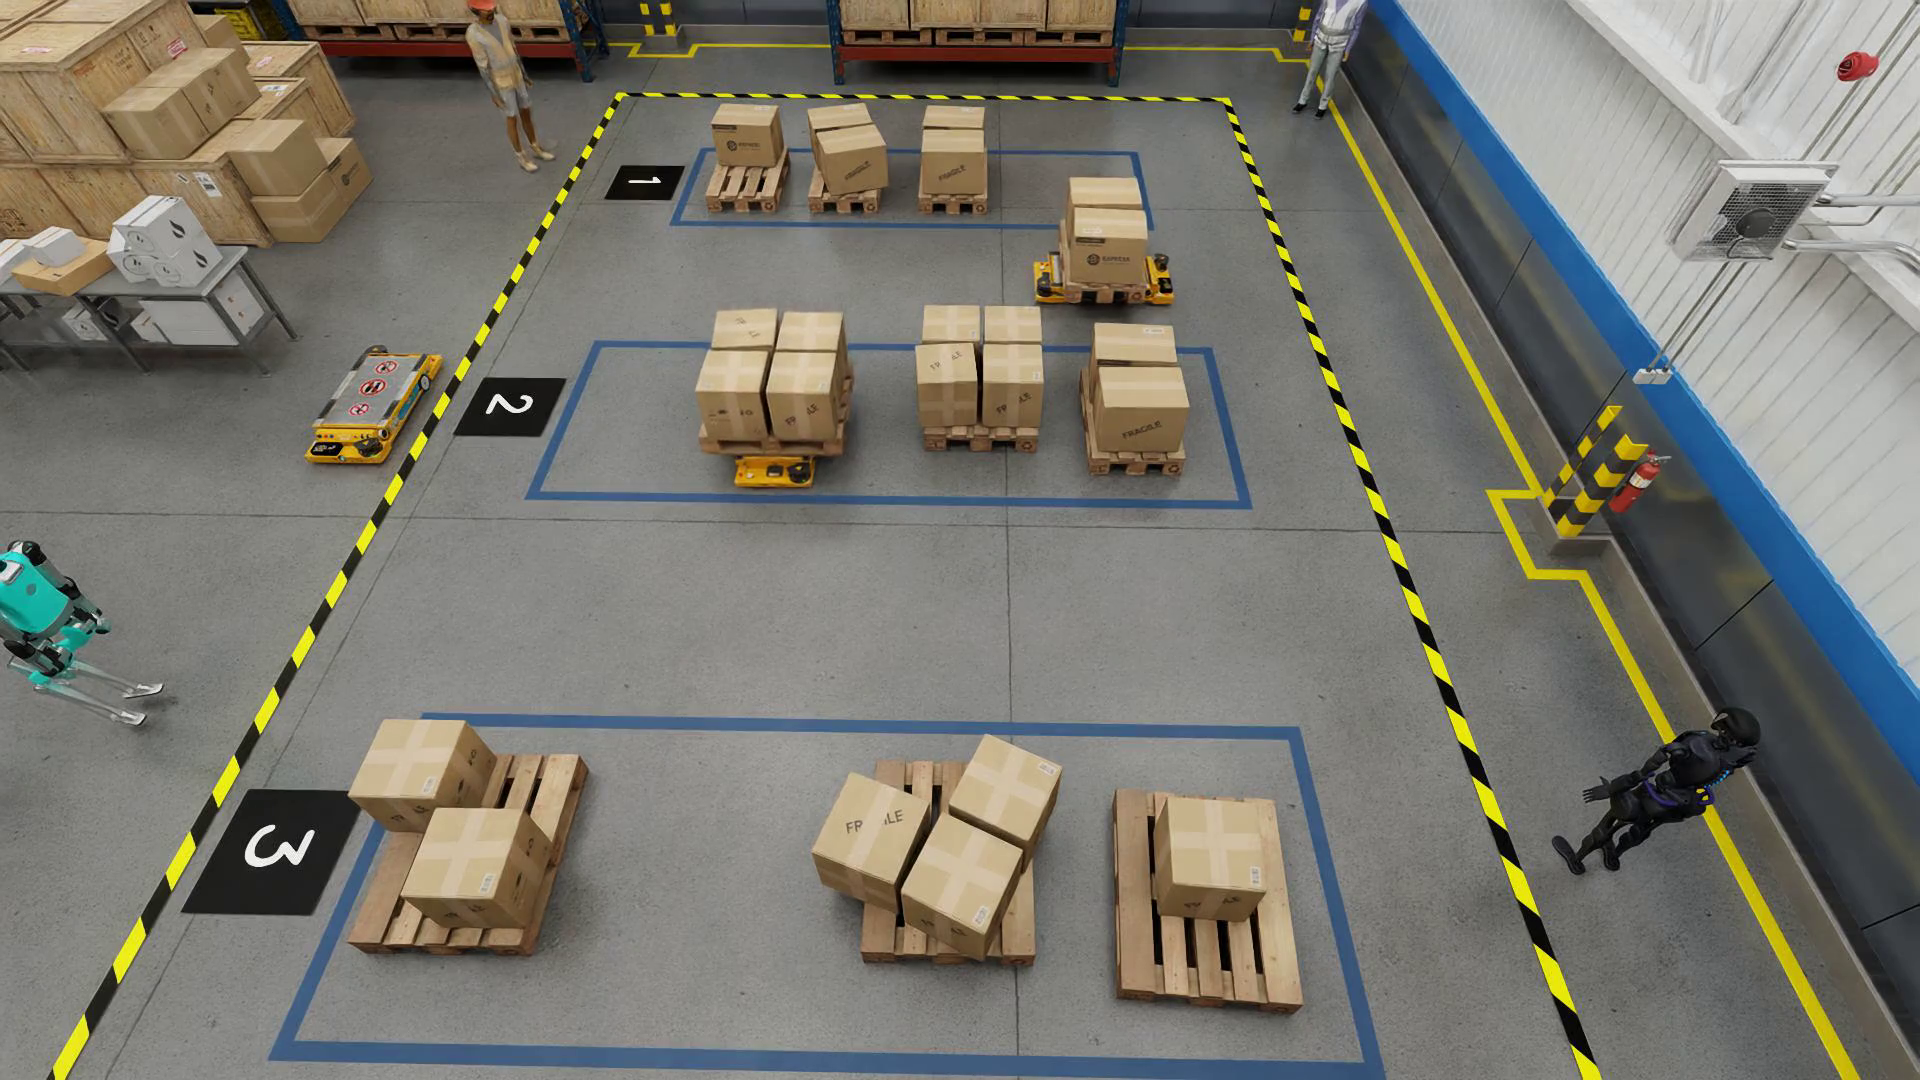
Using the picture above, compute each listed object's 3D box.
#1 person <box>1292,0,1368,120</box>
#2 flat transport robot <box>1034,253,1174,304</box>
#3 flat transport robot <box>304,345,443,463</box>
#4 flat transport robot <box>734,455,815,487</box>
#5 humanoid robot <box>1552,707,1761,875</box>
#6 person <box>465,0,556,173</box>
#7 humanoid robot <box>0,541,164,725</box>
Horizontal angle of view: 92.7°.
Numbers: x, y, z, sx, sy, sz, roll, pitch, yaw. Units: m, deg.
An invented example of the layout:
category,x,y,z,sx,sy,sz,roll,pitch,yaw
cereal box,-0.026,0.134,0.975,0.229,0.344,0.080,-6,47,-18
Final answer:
category,x,y,z,sx,sy,sz,roll,pitch,yaw
person,4.746,-6.365,11.728,0.592,1.832,0.404,29,56,22
flat transport robot,1.514,-2.782,9.703,1.431,0.197,0.652,1,50,1
flat transport robot,-5.383,-1.269,8.441,0.659,0.231,1.431,1,50,1
flat transport robot,-1.587,-1.050,8.238,0.652,0.197,1.431,1,50,1
humanoid robot,3.955,1.445,5.212,0.599,1.657,0.315,-1,50,-1
person,-5.289,-5.386,10.764,0.391,2.041,0.612,19,52,15
humanoid robot,-5.855,0.605,5.805,0.735,1.677,0.533,0,50,0
